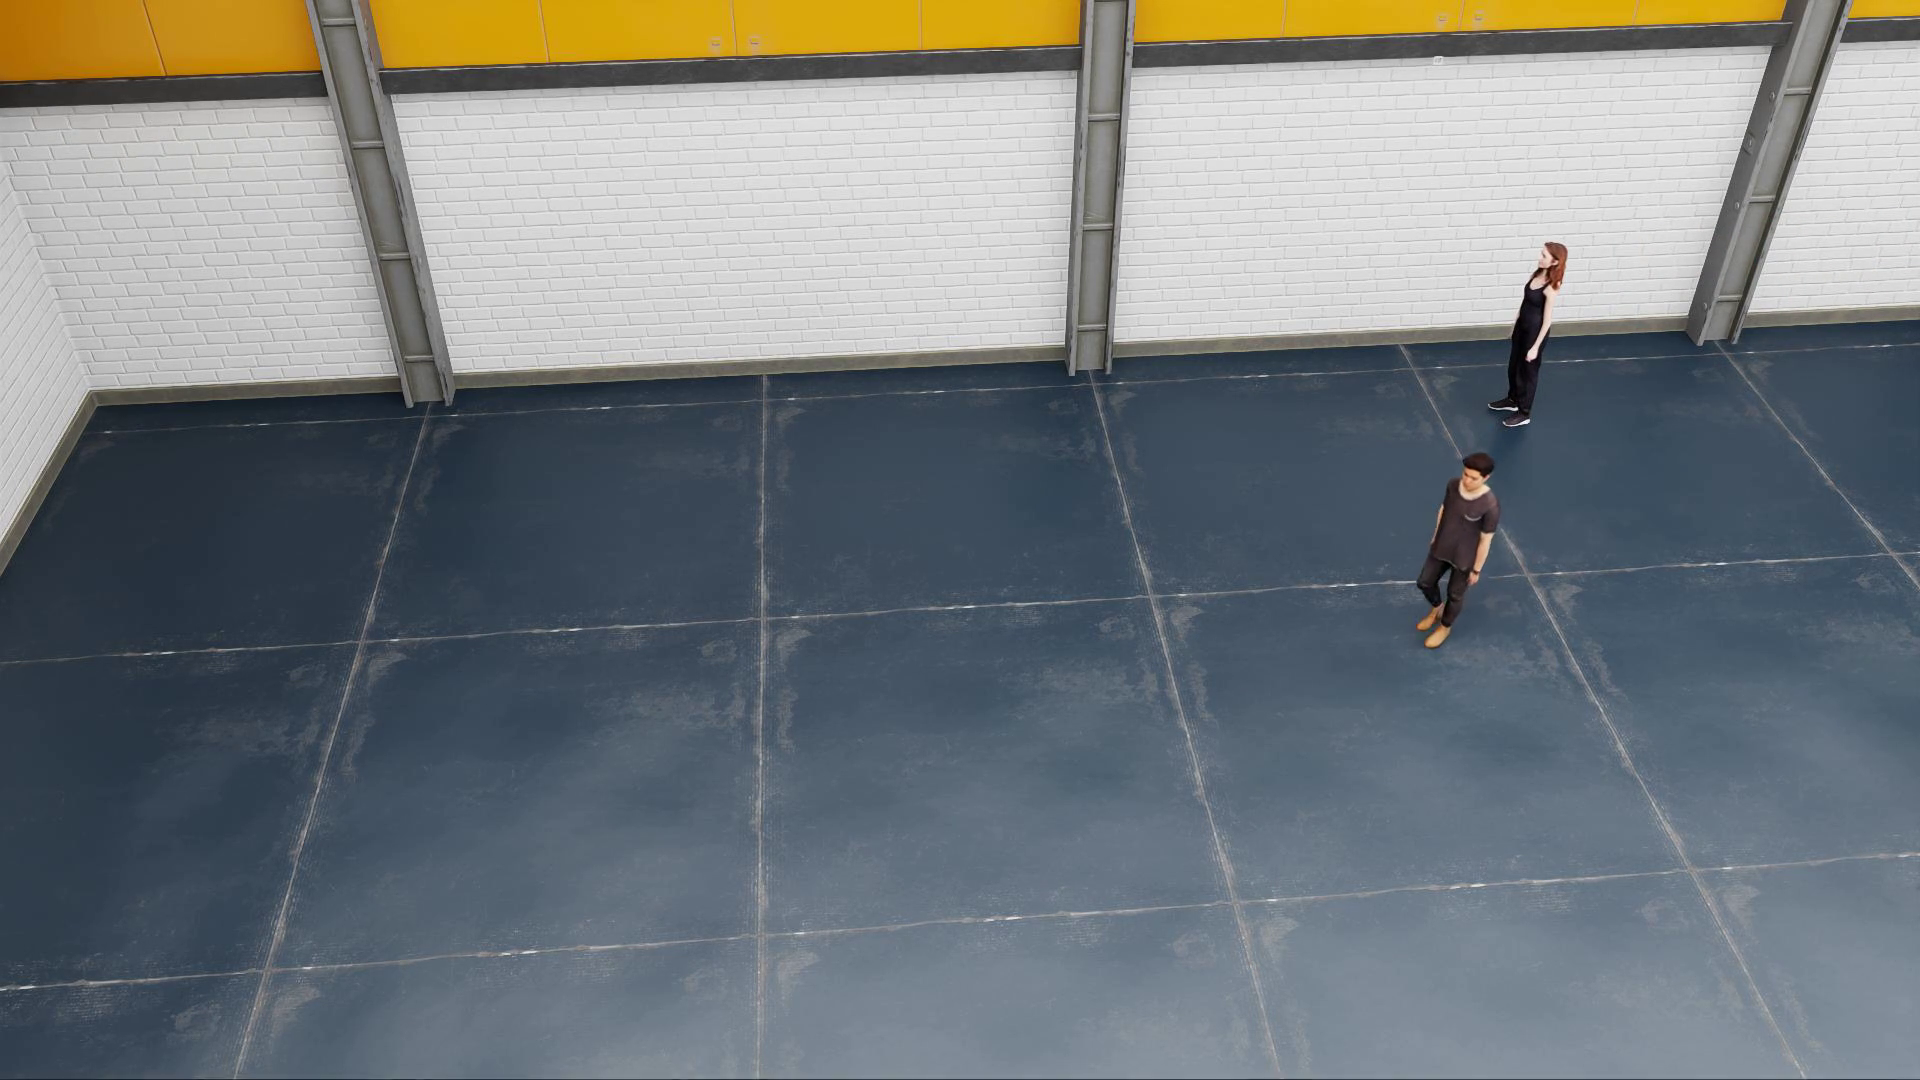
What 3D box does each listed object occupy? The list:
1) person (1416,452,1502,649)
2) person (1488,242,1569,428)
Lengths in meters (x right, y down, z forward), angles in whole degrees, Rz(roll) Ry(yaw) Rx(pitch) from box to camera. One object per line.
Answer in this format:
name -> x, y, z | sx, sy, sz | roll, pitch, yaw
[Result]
person -> 3.643, 0.034, 12.030 | 0.763, 1.704, 0.744 | -25, 45, -28
person -> 4.923, -1.780, 14.266 | 0.539, 1.747, 0.600 | -6, 39, -8
